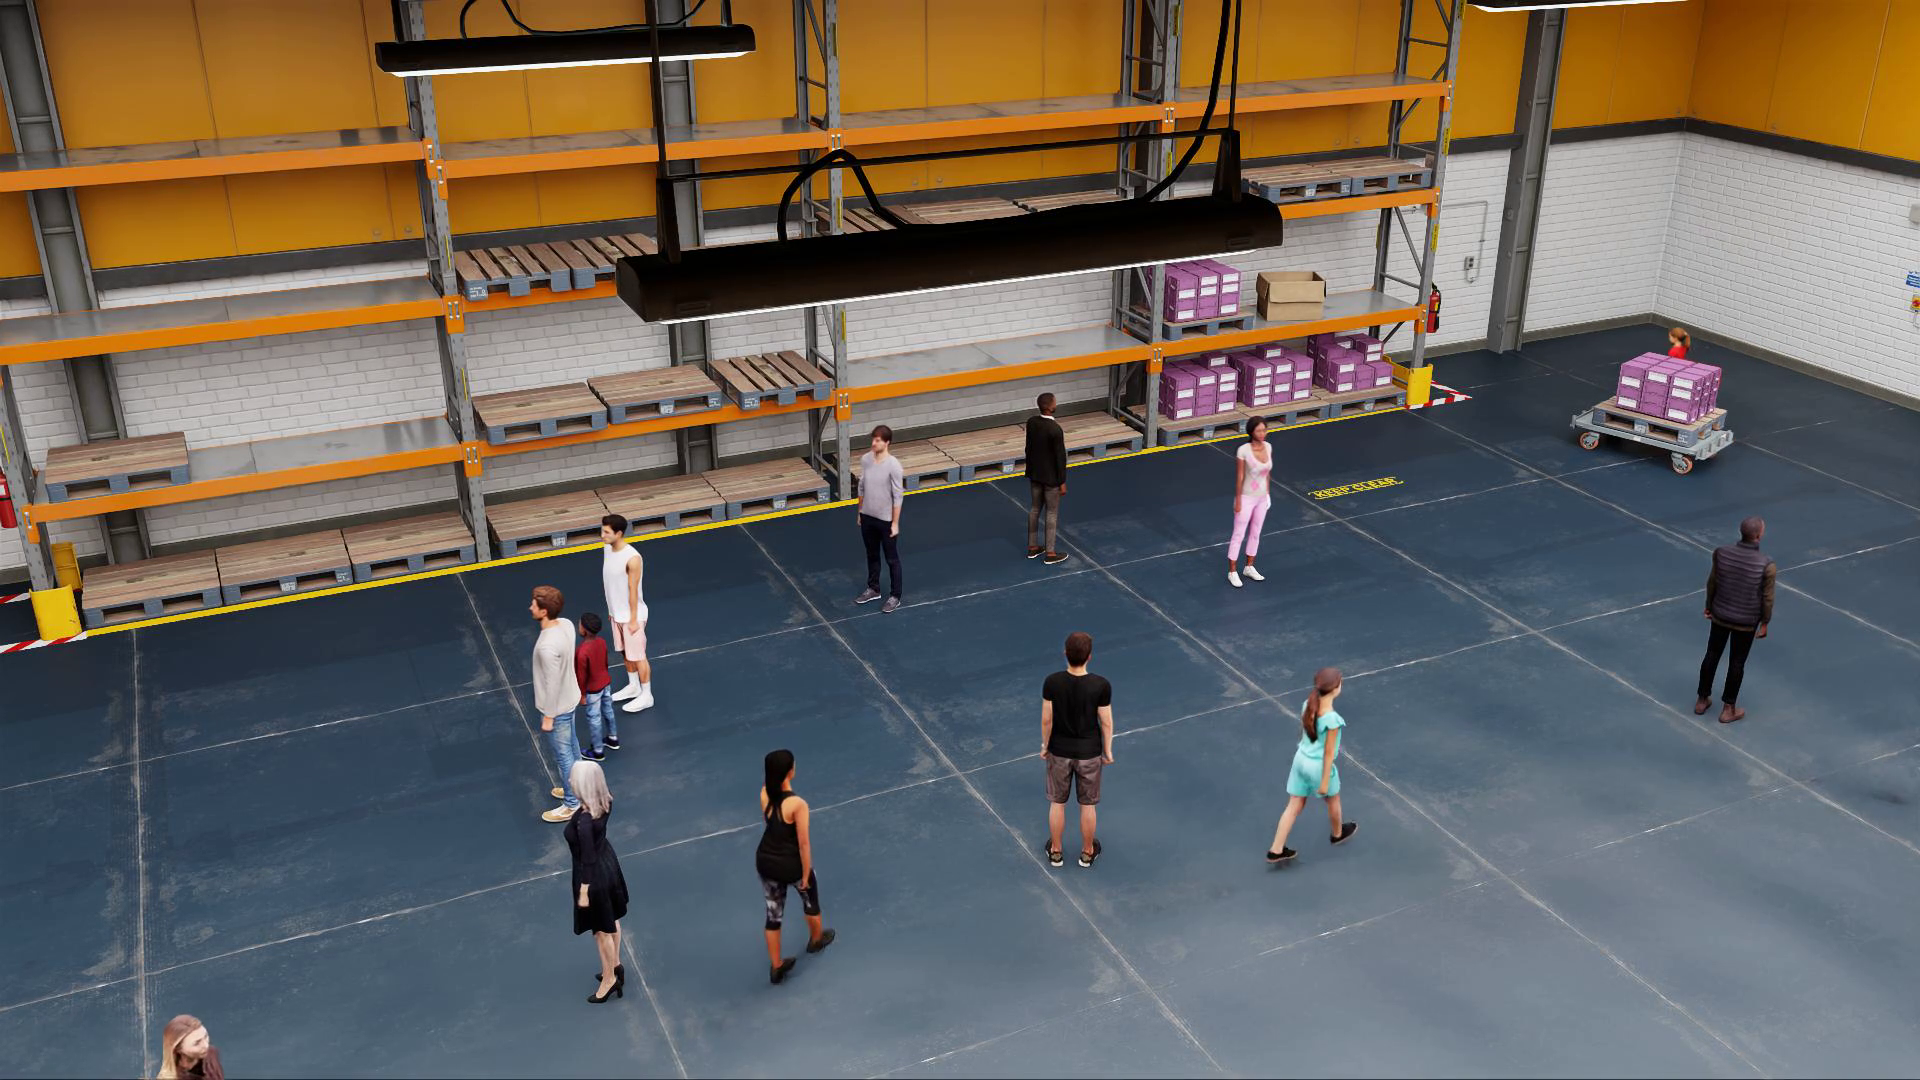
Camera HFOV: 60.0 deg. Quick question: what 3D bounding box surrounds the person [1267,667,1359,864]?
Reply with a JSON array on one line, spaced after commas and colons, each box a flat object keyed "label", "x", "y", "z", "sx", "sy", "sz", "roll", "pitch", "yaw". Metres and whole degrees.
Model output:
[{"label": "person", "x": 2.504, "y": 1.664, "z": 11.990, "sx": 1.093, "sy": 1.515, "sz": 0.655, "roll": -13, "pitch": 27, "yaw": -28}]

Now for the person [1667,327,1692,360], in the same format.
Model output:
[{"label": "person", "x": 8.887, "y": -1.984, "z": 20.603, "sx": 0.615, "sy": 1.301, "sz": 0.531, "roll": 20, "pitch": 31, "yaw": 38}]

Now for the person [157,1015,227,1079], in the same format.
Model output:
[{"label": "person", "x": -3.898, "y": 3.114, "z": 8.447, "sx": 0.927, "sy": 1.696, "sz": 0.848, "roll": 5, "pitch": 24, "yaw": 12}]

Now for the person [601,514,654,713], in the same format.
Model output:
[{"label": "person", "x": -2.804, "y": 0.599, "z": 14.090, "sx": 0.654, "sy": 1.784, "sz": 0.681, "roll": -19, "pitch": 30, "yaw": -37}]

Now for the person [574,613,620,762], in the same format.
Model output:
[{"label": "person", "x": -2.943, "y": 1.169, "z": 13.450, "sx": 0.637, "sy": 1.253, "sz": 0.570, "roll": 10, "pitch": 26, "yaw": 22}]

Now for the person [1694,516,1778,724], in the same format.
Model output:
[{"label": "person", "x": 6.477, "y": 0.649, "z": 13.911, "sx": 0.691, "sy": 1.836, "sz": 0.758, "roll": -20, "pitch": 31, "yaw": -39}]

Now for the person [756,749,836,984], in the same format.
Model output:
[{"label": "person", "x": -1.192, "y": 2.130, "z": 10.760, "sx": 0.839, "sy": 1.646, "sz": 0.944, "roll": 13, "pitch": 27, "yaw": 27}]

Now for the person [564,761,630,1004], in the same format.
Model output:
[{"label": "person", "x": -2.315, "y": 2.157, "z": 10.573, "sx": 0.709, "sy": 1.747, "sz": 0.690, "roll": 1, "pitch": 24, "yaw": 3}]

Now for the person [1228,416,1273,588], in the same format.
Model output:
[{"label": "person", "x": 2.882, "y": -0.398, "z": 16.425, "sx": 0.466, "sy": 1.741, "sz": 0.647, "roll": -13, "pitch": 27, "yaw": -27}]

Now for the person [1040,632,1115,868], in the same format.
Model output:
[{"label": "person", "x": 0.817, "y": 1.503, "z": 11.926, "sx": 0.712, "sy": 1.862, "sz": 0.834, "roll": 3, "pitch": 24, "yaw": 6}]

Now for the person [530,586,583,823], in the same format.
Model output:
[{"label": "person", "x": -3.016, "y": 1.216, "z": 12.527, "sx": 0.734, "sy": 1.905, "sz": 0.742, "roll": 0, "pitch": 24, "yaw": 0}]

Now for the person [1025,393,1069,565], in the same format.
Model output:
[{"label": "person", "x": 0.870, "y": -0.639, "z": 16.901, "sx": 0.677, "sy": 1.800, "sz": 0.723, "roll": -21, "pitch": 31, "yaw": -39}]

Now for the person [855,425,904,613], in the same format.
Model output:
[{"label": "person", "x": -0.755, "y": -0.225, "z": 15.905, "sx": 0.737, "sy": 1.841, "sz": 0.714, "roll": 17, "pitch": 29, "yaw": 34}]
